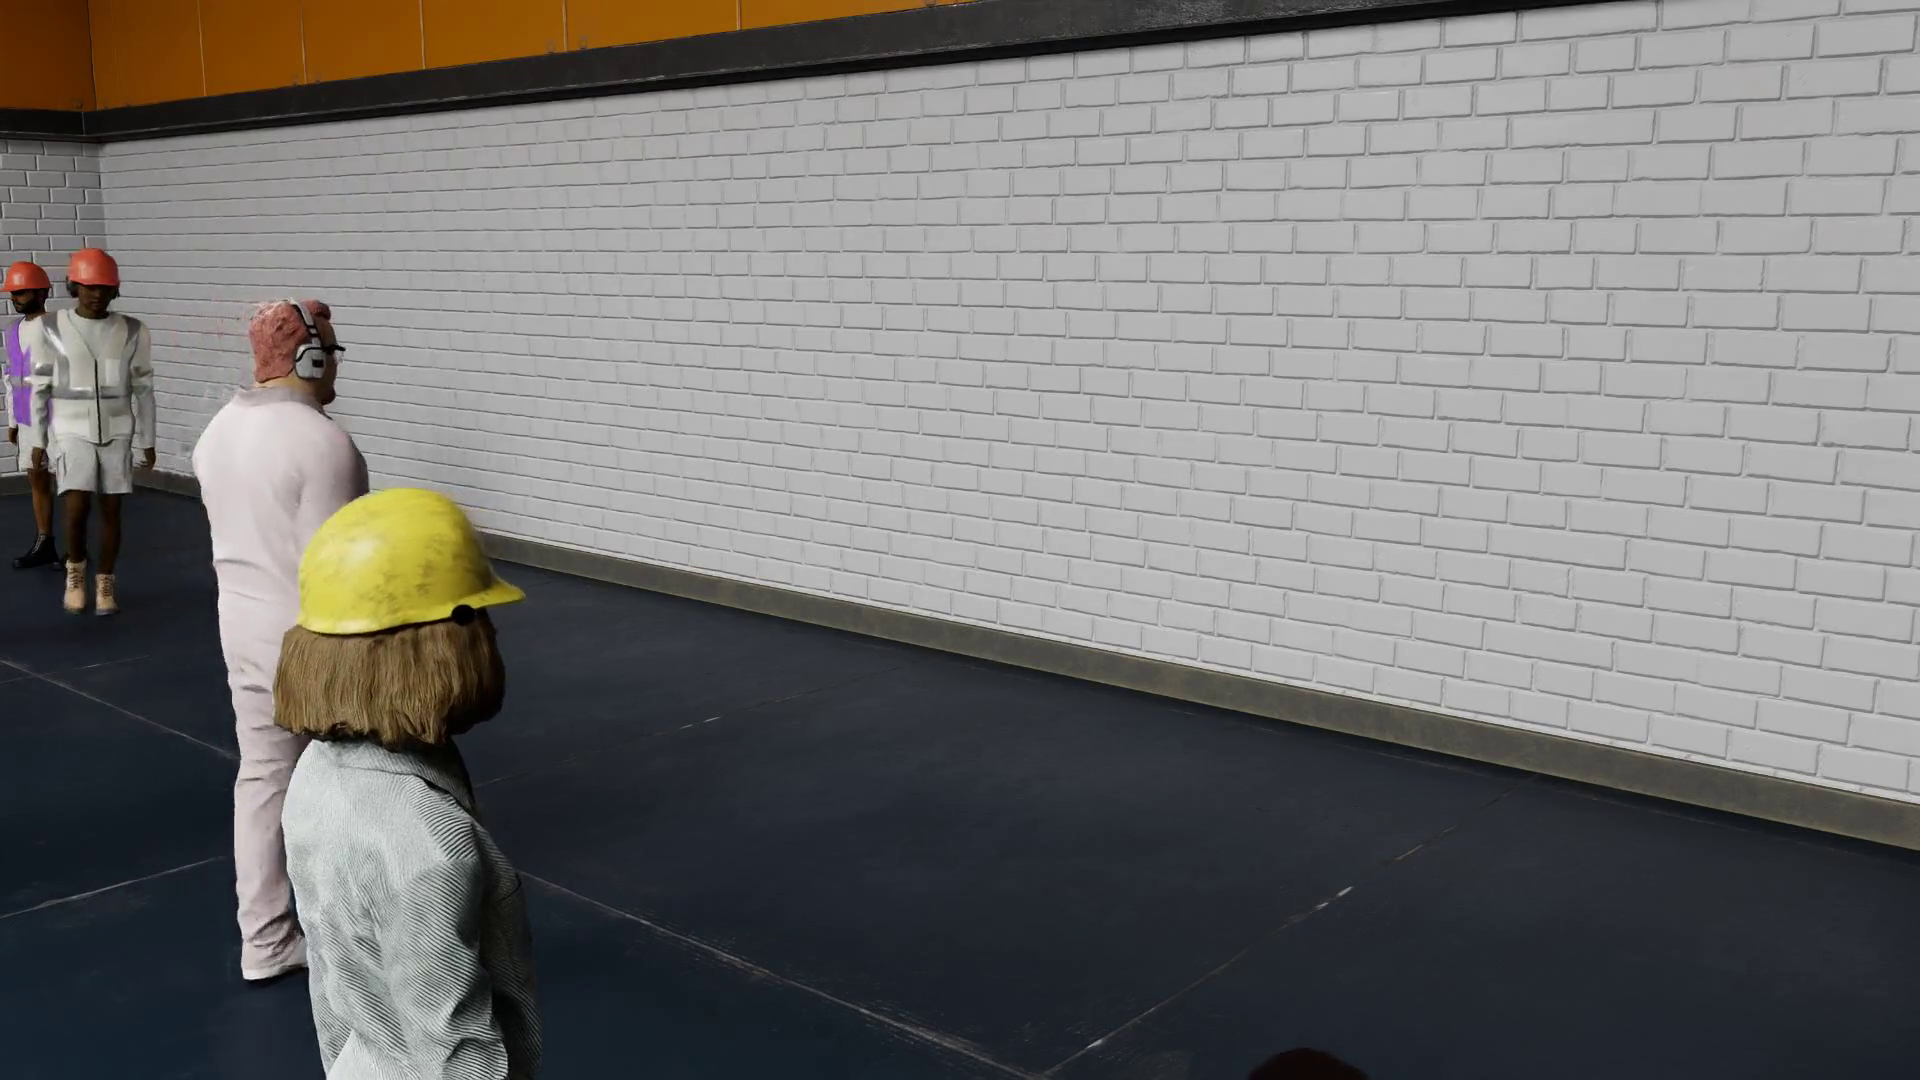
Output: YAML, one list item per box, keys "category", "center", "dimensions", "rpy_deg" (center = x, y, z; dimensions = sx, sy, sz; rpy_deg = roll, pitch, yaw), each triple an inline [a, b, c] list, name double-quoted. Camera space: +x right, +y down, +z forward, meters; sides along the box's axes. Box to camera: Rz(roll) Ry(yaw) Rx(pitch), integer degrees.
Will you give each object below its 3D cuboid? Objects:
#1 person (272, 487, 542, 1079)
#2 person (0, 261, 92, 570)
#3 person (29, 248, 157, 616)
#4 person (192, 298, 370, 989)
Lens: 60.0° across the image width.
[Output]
- category: "person"
  center: [-0.652, 0.800, 2.070]
  dimensions: [0.292, 1.745, 0.485]
  rpy_deg: [-7, 12, -36]
- category: "person"
  center: [-5.778, -0.771, 10.464]
  dimensions: [0.550, 1.937, 0.357]
  rpy_deg: [3, 10, 16]
- category: "person"
  center: [-4.717, -0.573, 9.099]
  dimensions: [0.639, 2.018, 0.465]
  rpy_deg: [-8, 13, -38]
- category: "person"
  center: [-1.753, 0.277, 4.634]
  dimensions: [0.677, 1.880, 0.708]
  rpy_deg: [7, 12, 35]
